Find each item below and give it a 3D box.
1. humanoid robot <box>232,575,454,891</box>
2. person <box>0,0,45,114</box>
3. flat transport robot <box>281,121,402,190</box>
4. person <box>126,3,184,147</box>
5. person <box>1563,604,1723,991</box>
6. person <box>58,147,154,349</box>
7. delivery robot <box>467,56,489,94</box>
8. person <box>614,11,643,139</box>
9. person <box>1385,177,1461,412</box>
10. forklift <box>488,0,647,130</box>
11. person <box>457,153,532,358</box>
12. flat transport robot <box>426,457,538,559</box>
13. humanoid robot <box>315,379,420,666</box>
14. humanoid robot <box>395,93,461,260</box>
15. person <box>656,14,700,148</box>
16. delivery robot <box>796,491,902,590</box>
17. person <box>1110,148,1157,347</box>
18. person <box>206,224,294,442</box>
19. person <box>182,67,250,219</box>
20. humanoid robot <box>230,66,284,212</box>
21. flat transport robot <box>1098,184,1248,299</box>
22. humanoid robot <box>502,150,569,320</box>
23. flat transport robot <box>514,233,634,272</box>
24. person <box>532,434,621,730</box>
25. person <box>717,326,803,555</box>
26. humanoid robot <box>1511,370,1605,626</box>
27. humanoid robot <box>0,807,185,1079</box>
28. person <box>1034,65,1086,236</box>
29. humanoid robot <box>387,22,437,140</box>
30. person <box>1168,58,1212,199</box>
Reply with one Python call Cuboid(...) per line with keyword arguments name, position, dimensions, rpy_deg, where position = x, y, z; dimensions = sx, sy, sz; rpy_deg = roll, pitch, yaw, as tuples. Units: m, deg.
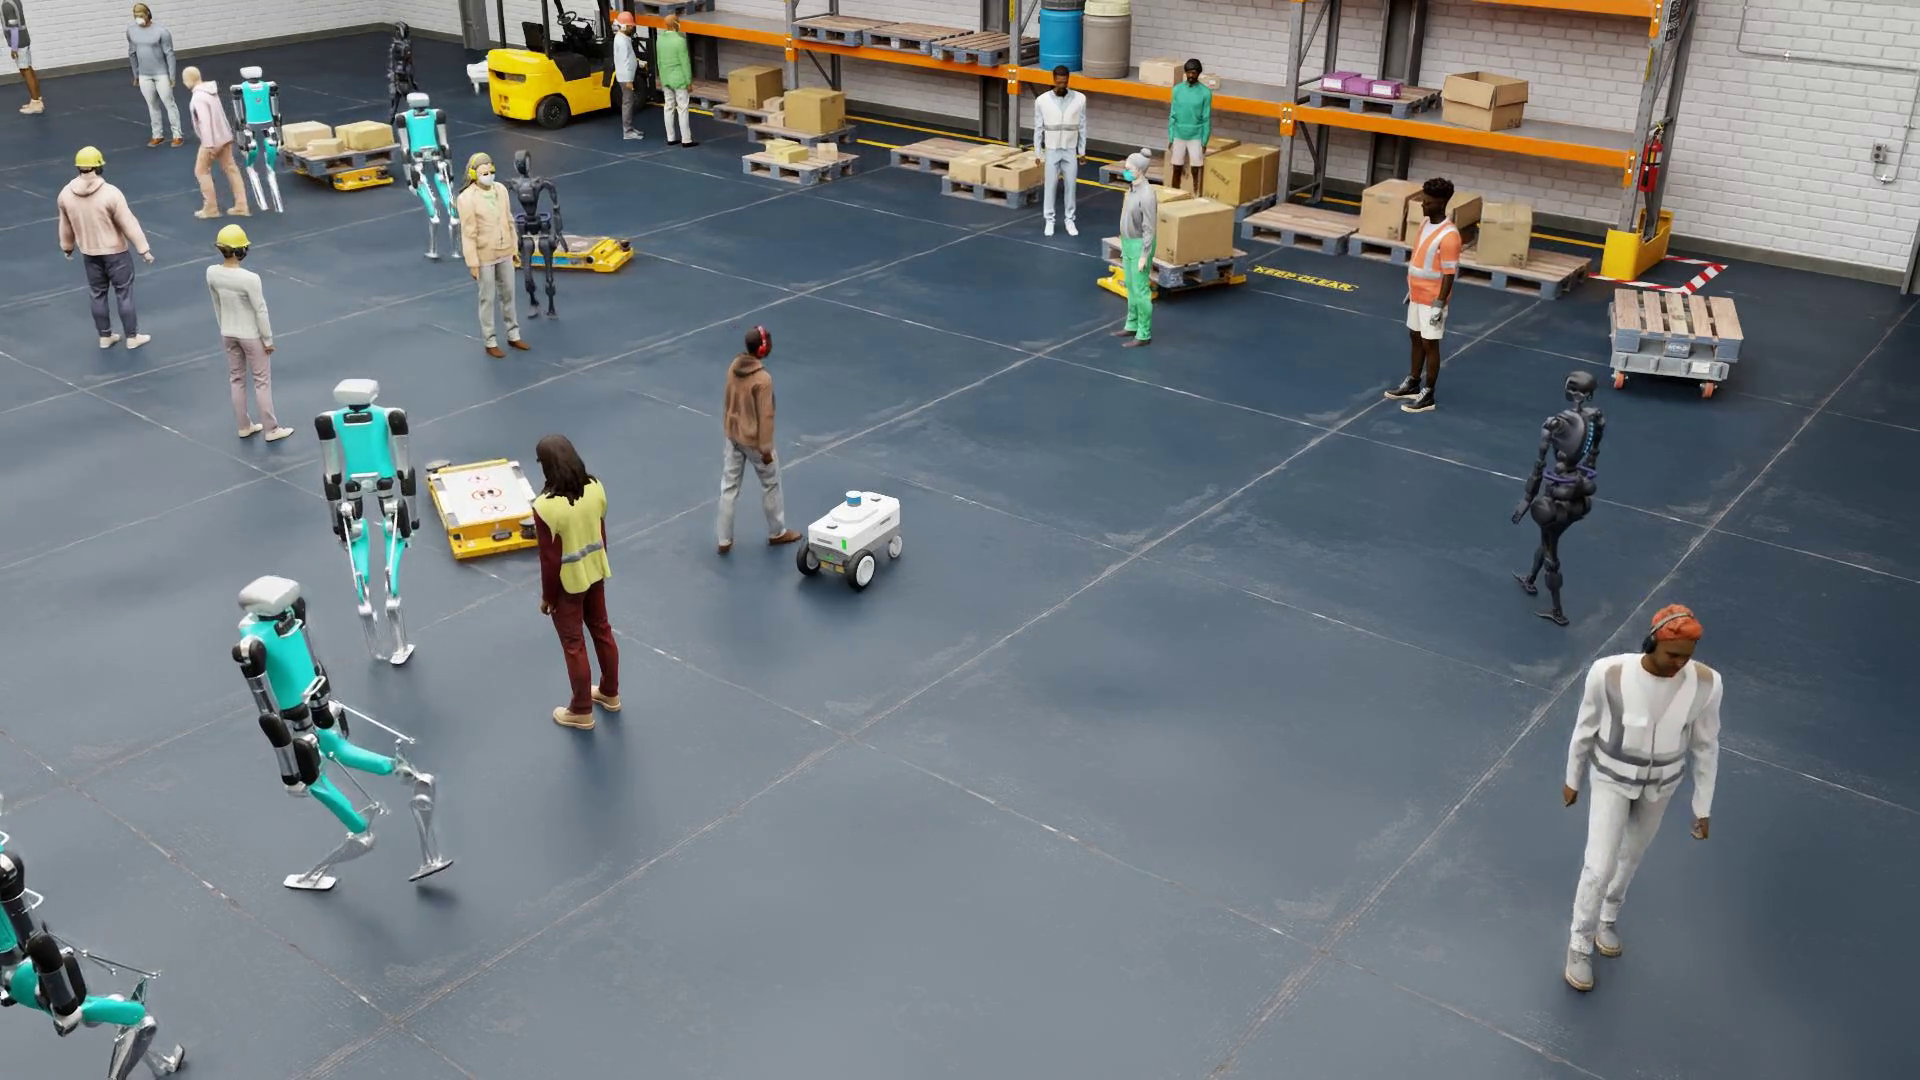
Cuboid(name="humanoid robot", position=(-2.824, 0.996, 7.884), dimensions=(1.016, 1.775, 0.532), rpy_deg=(2, 26, 4))
Cuboid(name="person", position=(-14.160, -7.441, 24.954), dimensions=(0.386, 2.035, 0.604), rpy_deg=(-7, 27, -15))
Cuboid(name="flat transport robot", position=(-7.925, -4.753, 21.414), dimensions=(0.659, 0.231, 1.431), rpy_deg=(-22, 33, -37))
Cuboid(name="person", position=(-11.084, -6.394, 22.896), dimensions=(0.627, 1.938, 0.373), rpy_deg=(1, 26, 2))
Cuboid(name="person", position=(3.020, 1.143, 7.374), dimensions=(0.578, 1.856, 0.708), rpy_deg=(2, 26, 3))
Cuboid(name="person", position=(-7.854, -2.658, 15.254), dimensions=(0.821, 1.855, 0.434), rpy_deg=(1, 26, 3))
Cuboid(name="delivery robot", position=(-7.493, -7.460, 26.712), dimensions=(0.783, 0.612, 0.523), rpy_deg=(-4, 26, -8))
Cuboid(name="person", position=(-4.672, -6.545, 23.430), dimensions=(0.352, 1.742, 0.572), rpy_deg=(-6, 26, -12))
Cuboid(name="person", position=(3.889, -2.044, 13.854), dimensions=(0.364, 1.965, 0.608), rpy_deg=(-4, 26, -9))
Cuboid(name="forklift", position=(-5.874, -7.334, 24.552), dimensions=(1.214, 2.155, 2.313), rpy_deg=(19, 32, 34))
Cuboid(name="person", position=(-4.263, -2.585, 15.098), dimensions=(0.405, 1.867, 0.565), rpy_deg=(18, 31, 33))
Cuboid(name="flat transport robot", position=(-3.458, -0.267, 12.122), dimensions=(0.659, 0.231, 1.431), rpy_deg=(-11, 28, -21))
Cuboid(name="humanoid robot", position=(-3.523, 0.007, 9.950), dimensions=(0.532, 1.830, 0.786), rpy_deg=(-3, 26, -7))
Cuboid(name="humanoid robot", position=(-5.653, -3.851, 17.863), dimensions=(0.530, 1.785, 0.704), rpy_deg=(-14, 29, -27))
Cuboid(name="person", position=(-3.908, -6.315, 22.909), dimensions=(0.538, 1.784, 0.383), rpy_deg=(15, 30, 28))
Cuboid(name="delivery robot", position=(-0.733, -0.021, 11.308), dimensions=(0.499, 0.614, 0.791), rpy_deg=(15, 30, 28))
Cuboid(name="person", position=(1.632, -2.701, 15.354), dimensions=(0.325, 1.842, 0.524), rpy_deg=(-6, 26, -12))
Cuboid(name="person", position=(-5.681, -1.640, 13.257), dimensions=(0.513, 1.759, 0.328), rpy_deg=(9, 27, 18))
Cuboid(name="person", position=(-8.811, -4.645, 19.474), dimensions=(0.709, 1.750, 0.566), rpy_deg=(0, 26, 0))
Cuboid(name="humanoid robot", position=(-8.295, -4.690, 19.634), dimensions=(0.536, 1.820, 0.751), rpy_deg=(-19, 31, -33))
Cuboid(name="flat transport robot", position=(2.208, -2.738, 17.241), dimensions=(1.431, 0.231, 0.659), rpy_deg=(-14, 29, -26))
Cuboid(name="humanoid robot", position=(-4.094, -2.941, 16.044), dimensions=(0.609, 1.650, 0.320), rpy_deg=(-3, 26, -7))
Cuboid(name="flat transport robot", position=(-4.328, -3.108, 18.007), dimensions=(1.431, 0.231, 0.659), rpy_deg=(4, 26, 8))
Cuboid(name="person", position=(-2.153, 0.239, 9.344), dimensions=(0.378, 1.775, 0.466), rpy_deg=(16, 30, 30))
Cuboid(name="person", position=(-1.444, -0.682, 11.435), dimensions=(0.475, 1.615, 0.593), rpy_deg=(21, 33, 36))
Cuboid(name="humanoid robot", position=(3.778, -0.311, 10.612), dimensions=(0.587, 1.641, 0.637), rpy_deg=(-14, 29, -26))
Cuboid(name="humanoid robot", position=(-3.456, 1.655, 6.566), dimensions=(0.544, 1.876, 0.826), rpy_deg=(14, 29, 26))
Cuboid(name="person", position=(1.128, -4.406, 18.816), dimensions=(0.601, 1.906, 0.414), rpy_deg=(-3, 26, -7))
Cuboid(name="humanoid robot", position=(-7.824, -6.431, 23.321), dimensions=(0.797, 1.615, 0.612), rpy_deg=(6, 26, 12))
Cuboid(name="person", position=(2.695, -4.718, 19.534), dimensions=(0.501, 1.842, 0.407), rpy_deg=(11, 28, 21))
